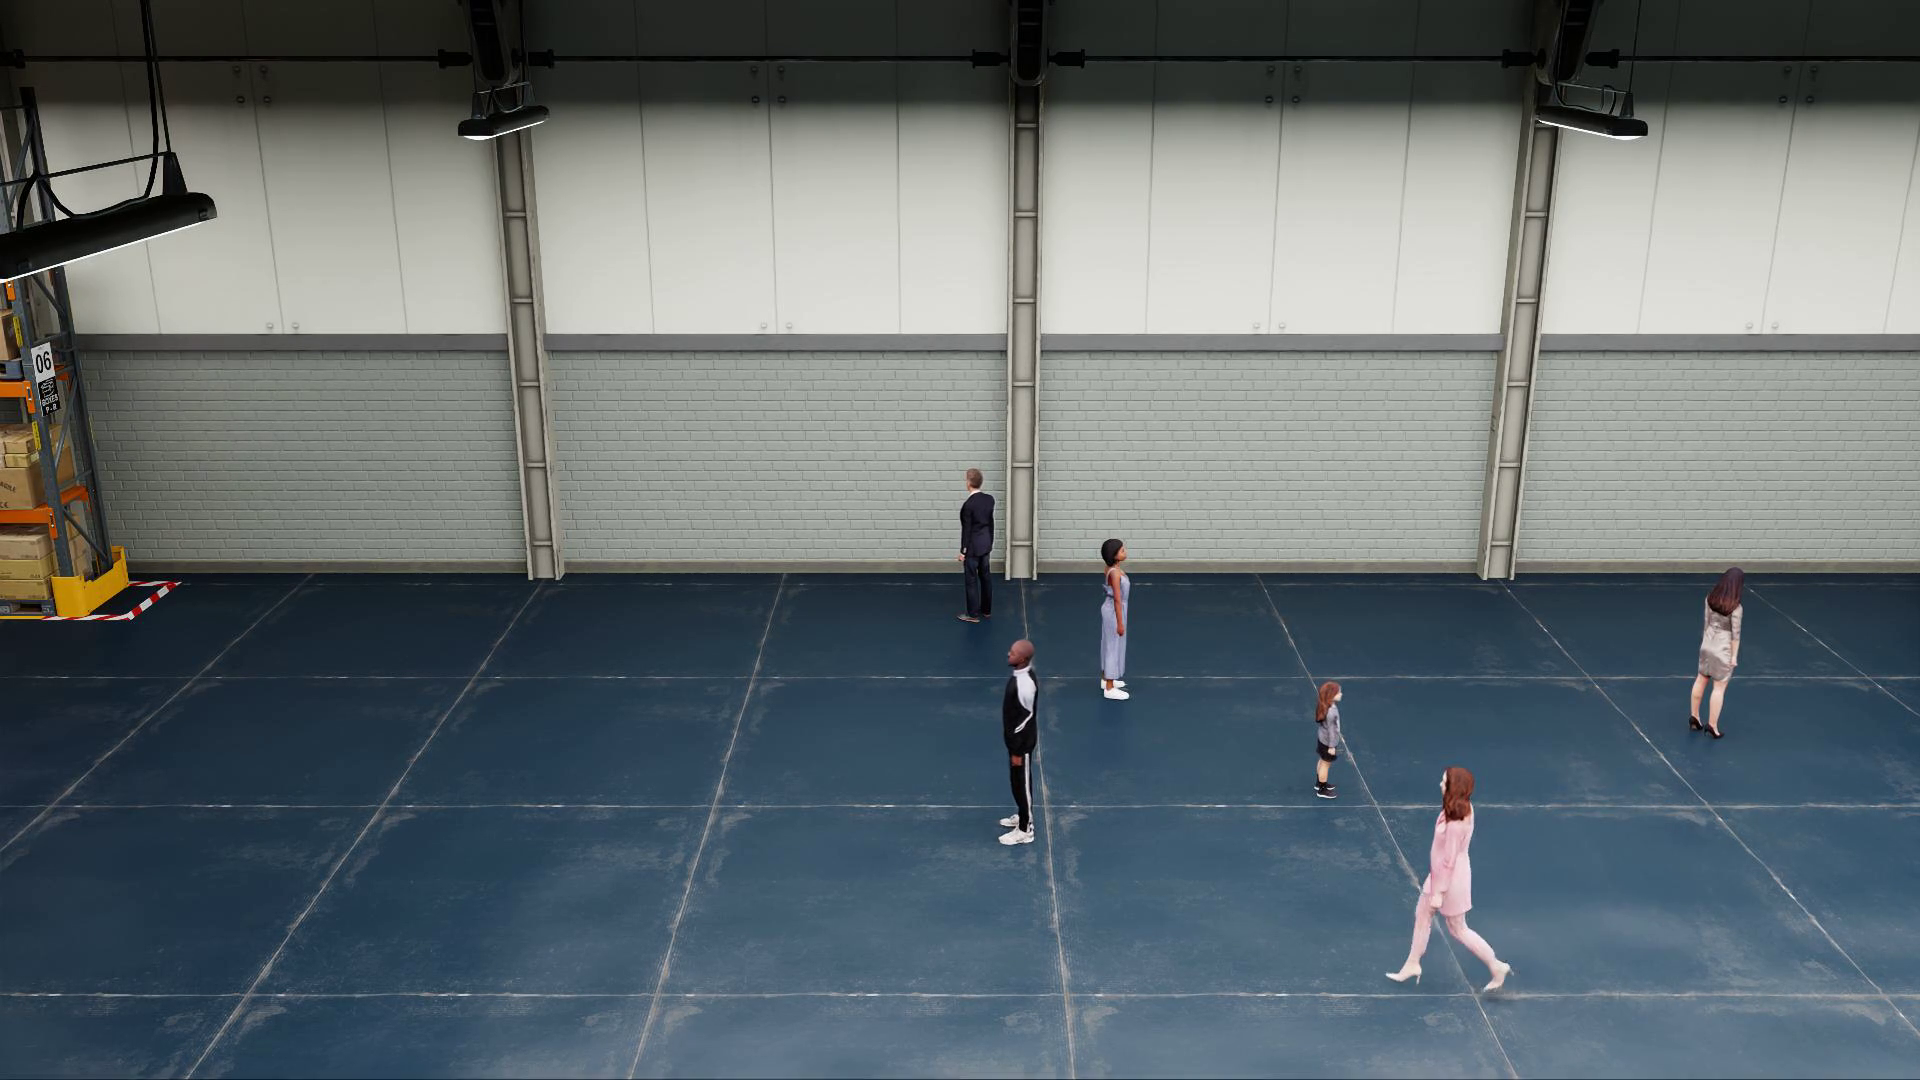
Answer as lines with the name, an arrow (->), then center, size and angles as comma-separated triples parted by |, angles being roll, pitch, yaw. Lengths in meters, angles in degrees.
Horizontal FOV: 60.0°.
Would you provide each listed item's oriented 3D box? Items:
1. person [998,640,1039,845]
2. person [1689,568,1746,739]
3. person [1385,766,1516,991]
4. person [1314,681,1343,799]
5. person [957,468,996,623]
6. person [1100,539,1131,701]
person -> 0.523, 1.701, 14.245 | 0.531, 1.828, 0.655 | 1, 18, 2
person -> 7.403, 1.094, 16.245 | 0.645, 1.742, 0.653 | -8, 20, -24
person -> 3.606, 2.487, 11.931 | 1.196, 1.766, 0.838 | 5, 19, 14
person -> 3.345, 1.792, 15.131 | 0.473, 1.106, 0.491 | 2, 18, 7
person -> 0.185, 0.048, 19.339 | 0.828, 1.815, 0.779 | 16, 24, 40
person -> 1.594, 0.794, 17.242 | 0.523, 1.696, 0.564 | 0, 18, -1
